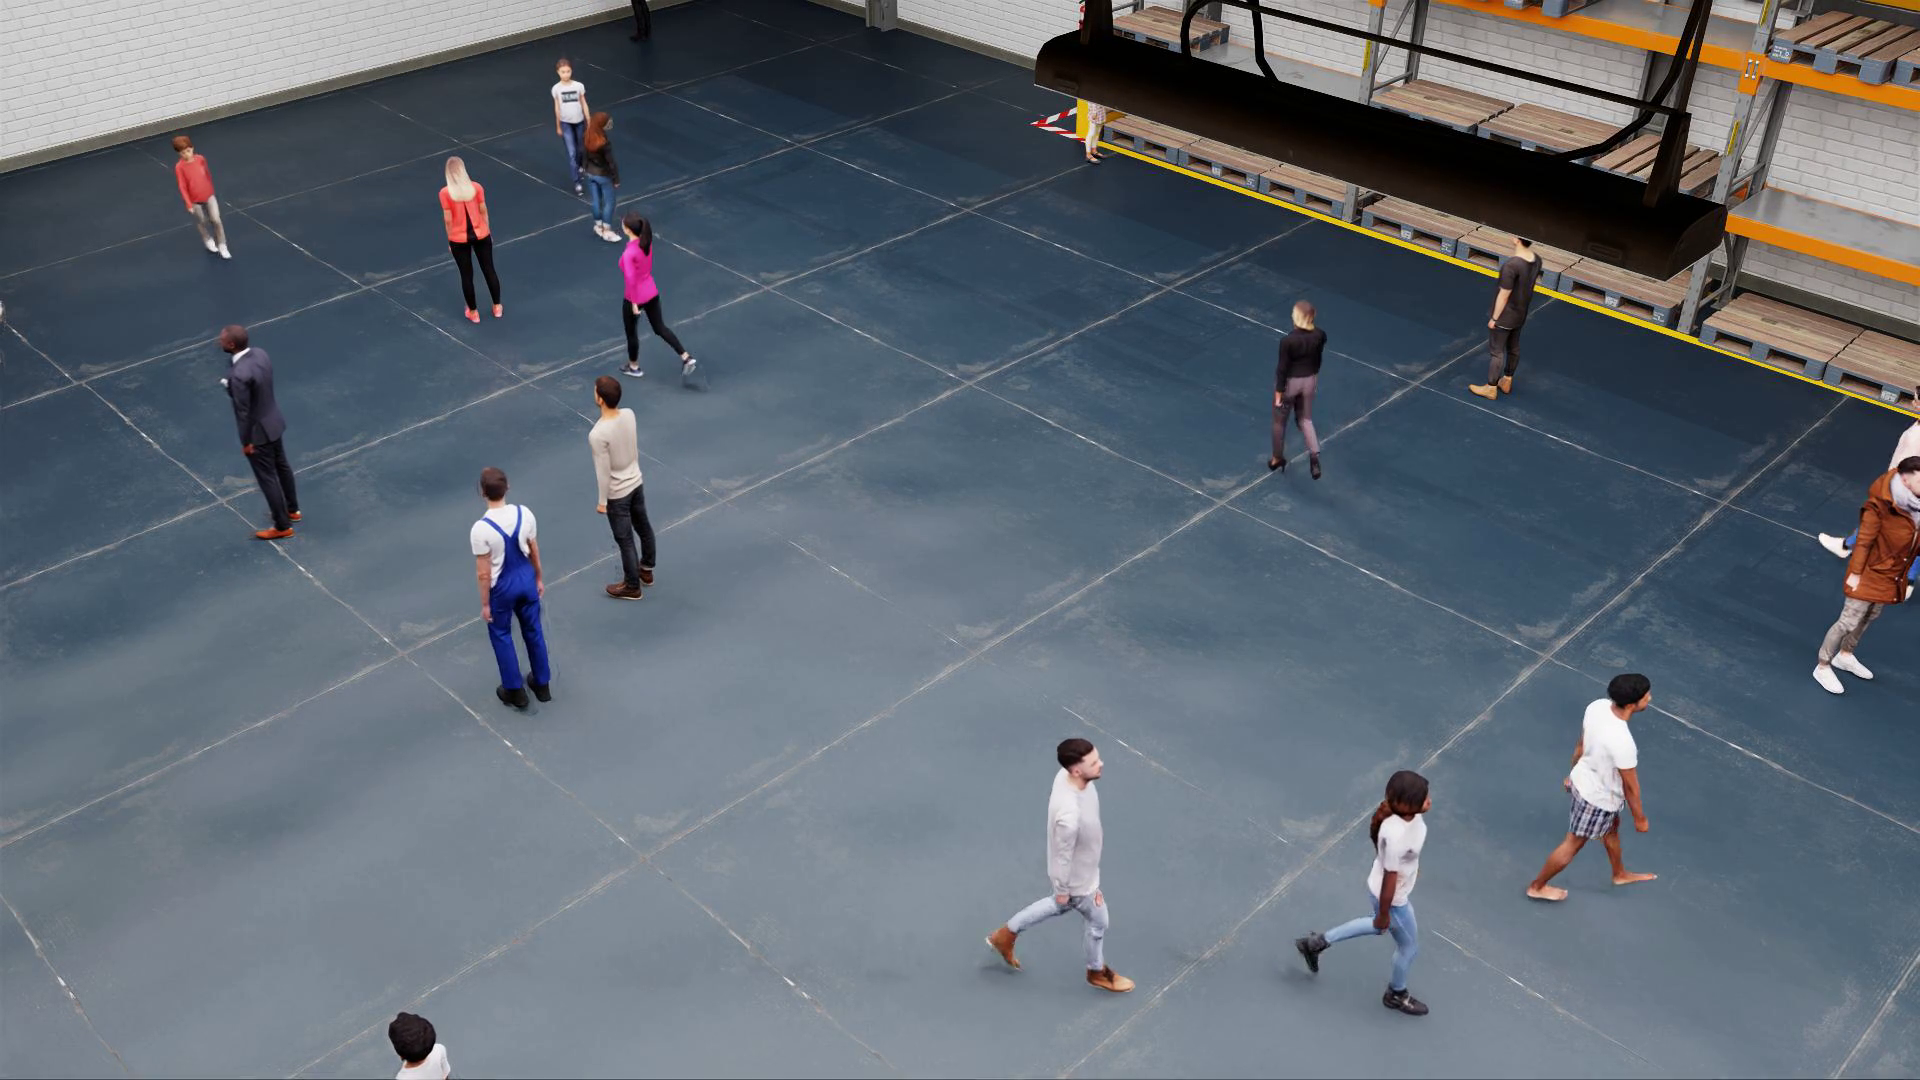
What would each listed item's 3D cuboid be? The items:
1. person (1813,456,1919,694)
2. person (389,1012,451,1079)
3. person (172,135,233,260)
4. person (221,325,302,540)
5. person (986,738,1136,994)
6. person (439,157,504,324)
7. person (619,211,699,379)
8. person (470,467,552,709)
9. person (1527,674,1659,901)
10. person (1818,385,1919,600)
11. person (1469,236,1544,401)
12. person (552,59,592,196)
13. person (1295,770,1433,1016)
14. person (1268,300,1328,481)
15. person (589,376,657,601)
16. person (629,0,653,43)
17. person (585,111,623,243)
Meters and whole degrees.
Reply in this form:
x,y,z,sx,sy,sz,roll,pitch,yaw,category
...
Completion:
x,y,z,sx,sy,sz,roll,pitch,yaw,category
6.375,0.216,11.573,0.790,1.837,0.794,-18,37,-25,person
-2.614,2.798,8.209,0.586,1.262,0.554,15,36,21,person
-8.193,-3.721,17.915,0.821,1.373,0.567,26,42,34,person
-5.554,-0.875,13.230,0.840,1.820,0.789,1,34,2,person
0.554,1.794,9.224,1.223,1.809,1.099,4,34,6,person
-4.866,-2.987,16.521,0.656,1.695,0.639,-15,37,-22,person
-2.859,-2.223,15.389,1.144,1.675,0.800,16,37,22,person
-3.046,0.361,11.348,0.661,1.844,0.575,-28,43,-35,person
3.655,1.497,9.774,1.106,1.696,1.012,3,34,4,person
7.228,-0.333,12.503,0.942,1.721,1.156,-11,35,-16,person
5.027,-2.101,15.168,0.660,1.717,0.617,-20,39,-27,person
-4.567,-4.916,19.577,0.834,1.524,1.123,-12,36,-18,person
2.295,1.914,9.146,1.107,1.696,0.881,11,35,16,person
2.851,-1.202,13.871,0.797,1.654,0.953,-13,36,-18,person
-2.526,-0.387,12.453,0.690,1.868,0.720,15,36,21,person
-4.741,-8.224,24.300,0.731,1.804,0.727,12,35,17,person
-3.994,-4.036,18.313,0.468,1.458,0.764,14,36,20,person
